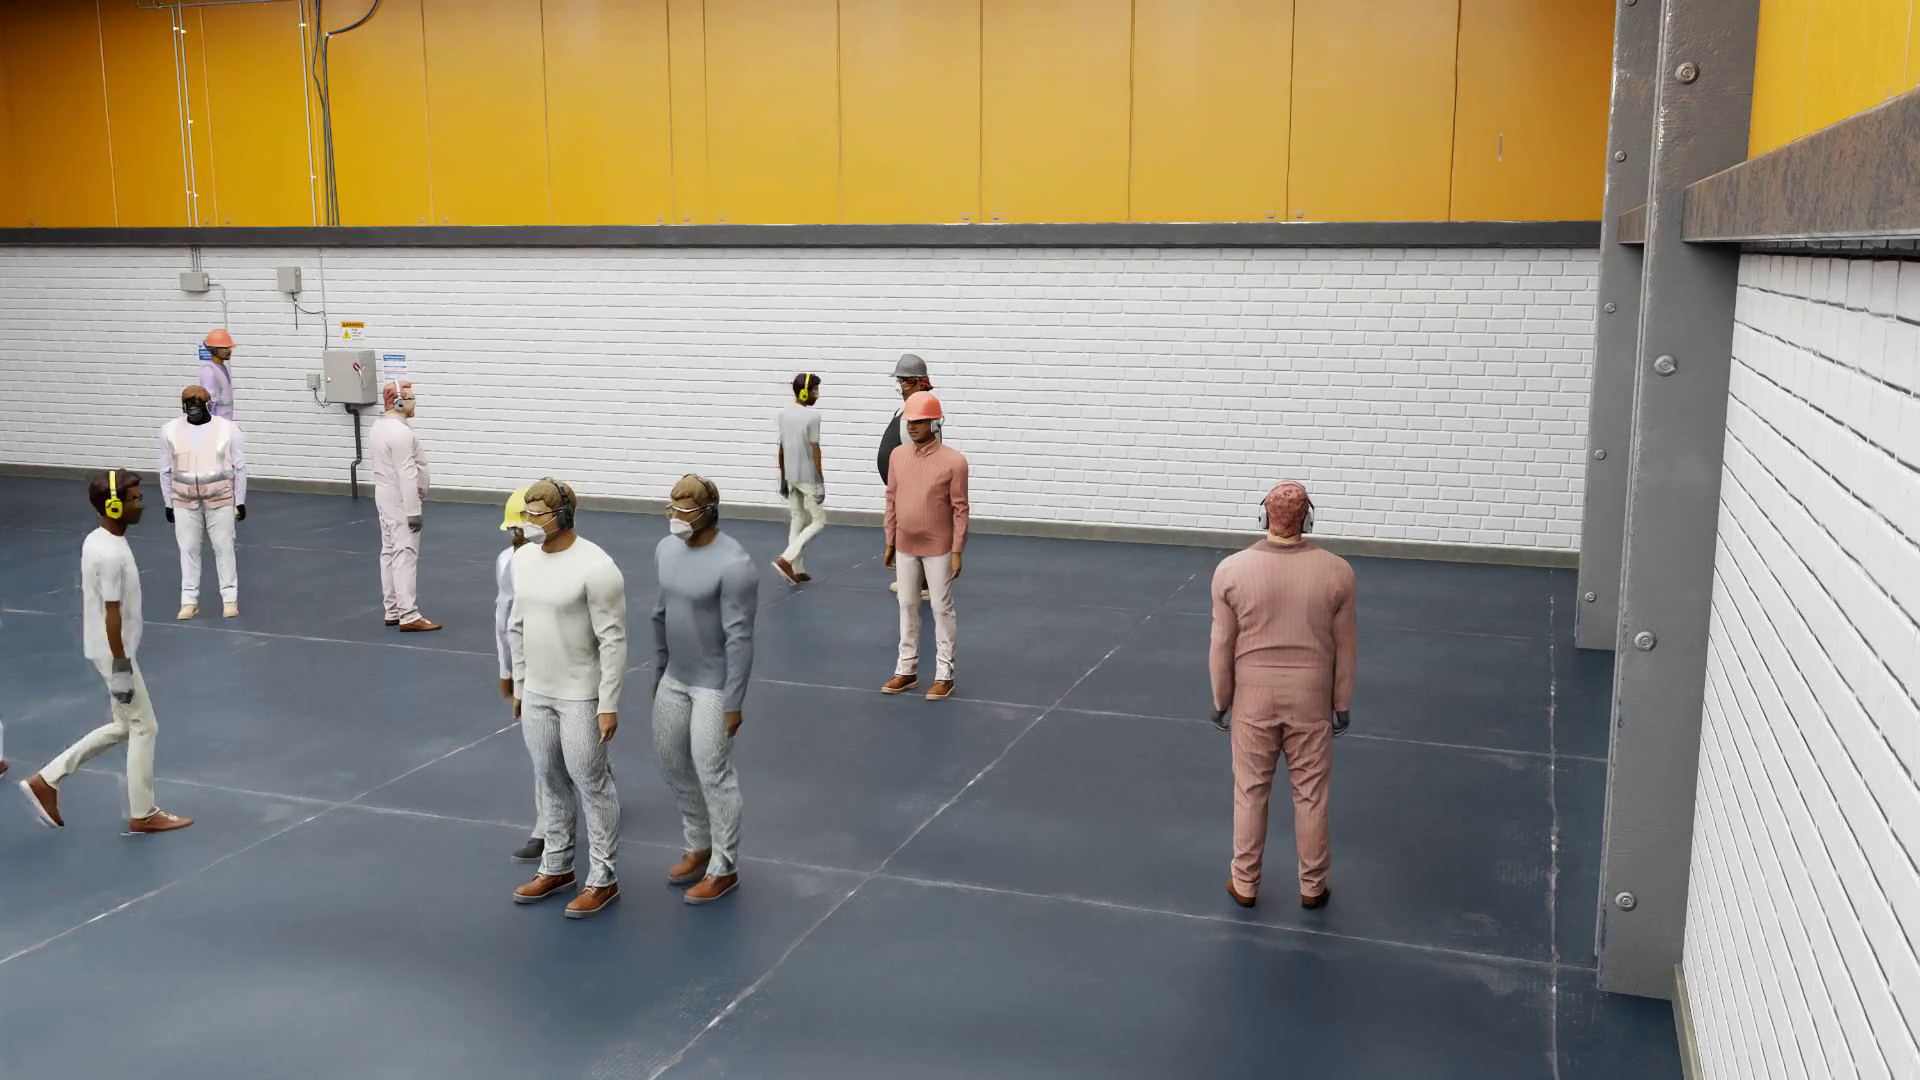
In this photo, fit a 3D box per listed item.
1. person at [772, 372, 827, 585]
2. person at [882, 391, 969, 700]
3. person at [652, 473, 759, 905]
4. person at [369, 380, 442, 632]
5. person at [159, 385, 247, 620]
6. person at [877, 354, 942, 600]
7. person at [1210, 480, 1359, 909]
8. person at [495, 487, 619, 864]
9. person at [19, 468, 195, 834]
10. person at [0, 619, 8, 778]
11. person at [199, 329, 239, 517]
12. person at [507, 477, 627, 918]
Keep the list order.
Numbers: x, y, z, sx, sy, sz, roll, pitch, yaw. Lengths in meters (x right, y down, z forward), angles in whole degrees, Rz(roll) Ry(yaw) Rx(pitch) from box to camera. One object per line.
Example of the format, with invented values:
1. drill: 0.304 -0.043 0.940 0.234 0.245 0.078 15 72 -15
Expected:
1. person: -1.374 -0.500 14.168 0.602 1.852 0.515 8 13 40
2. person: -0.236 0.035 10.746 0.609 1.996 0.379 6 12 30
3. person: -1.148 0.653 7.437 0.659 1.931 0.386 10 14 44
4. person: -4.231 -0.260 12.660 0.401 1.910 0.642 -7 12 -34
5. person: -5.929 -0.297 13.054 0.624 1.845 0.430 -2 10 -13
6. person: -0.414 -0.520 13.749 0.536 2.000 0.682 -1 10 -7
7. person: 1.416 0.687 7.332 0.639 1.909 0.409 1 10 7
8. person: -1.940 0.605 8.103 0.614 1.804 0.774 6 12 31
9. person: -4.232 0.572 8.155 0.669 1.854 0.519 -6 12 -30
10. person: -5.480 0.409 8.994 0.518 1.874 0.329 -8 13 -38
11. person: -7.937 -1.250 17.906 0.436 2.034 0.611 -1 10 -8
12. person: -1.726 0.680 7.277 0.635 1.937 0.353 7 12 33
